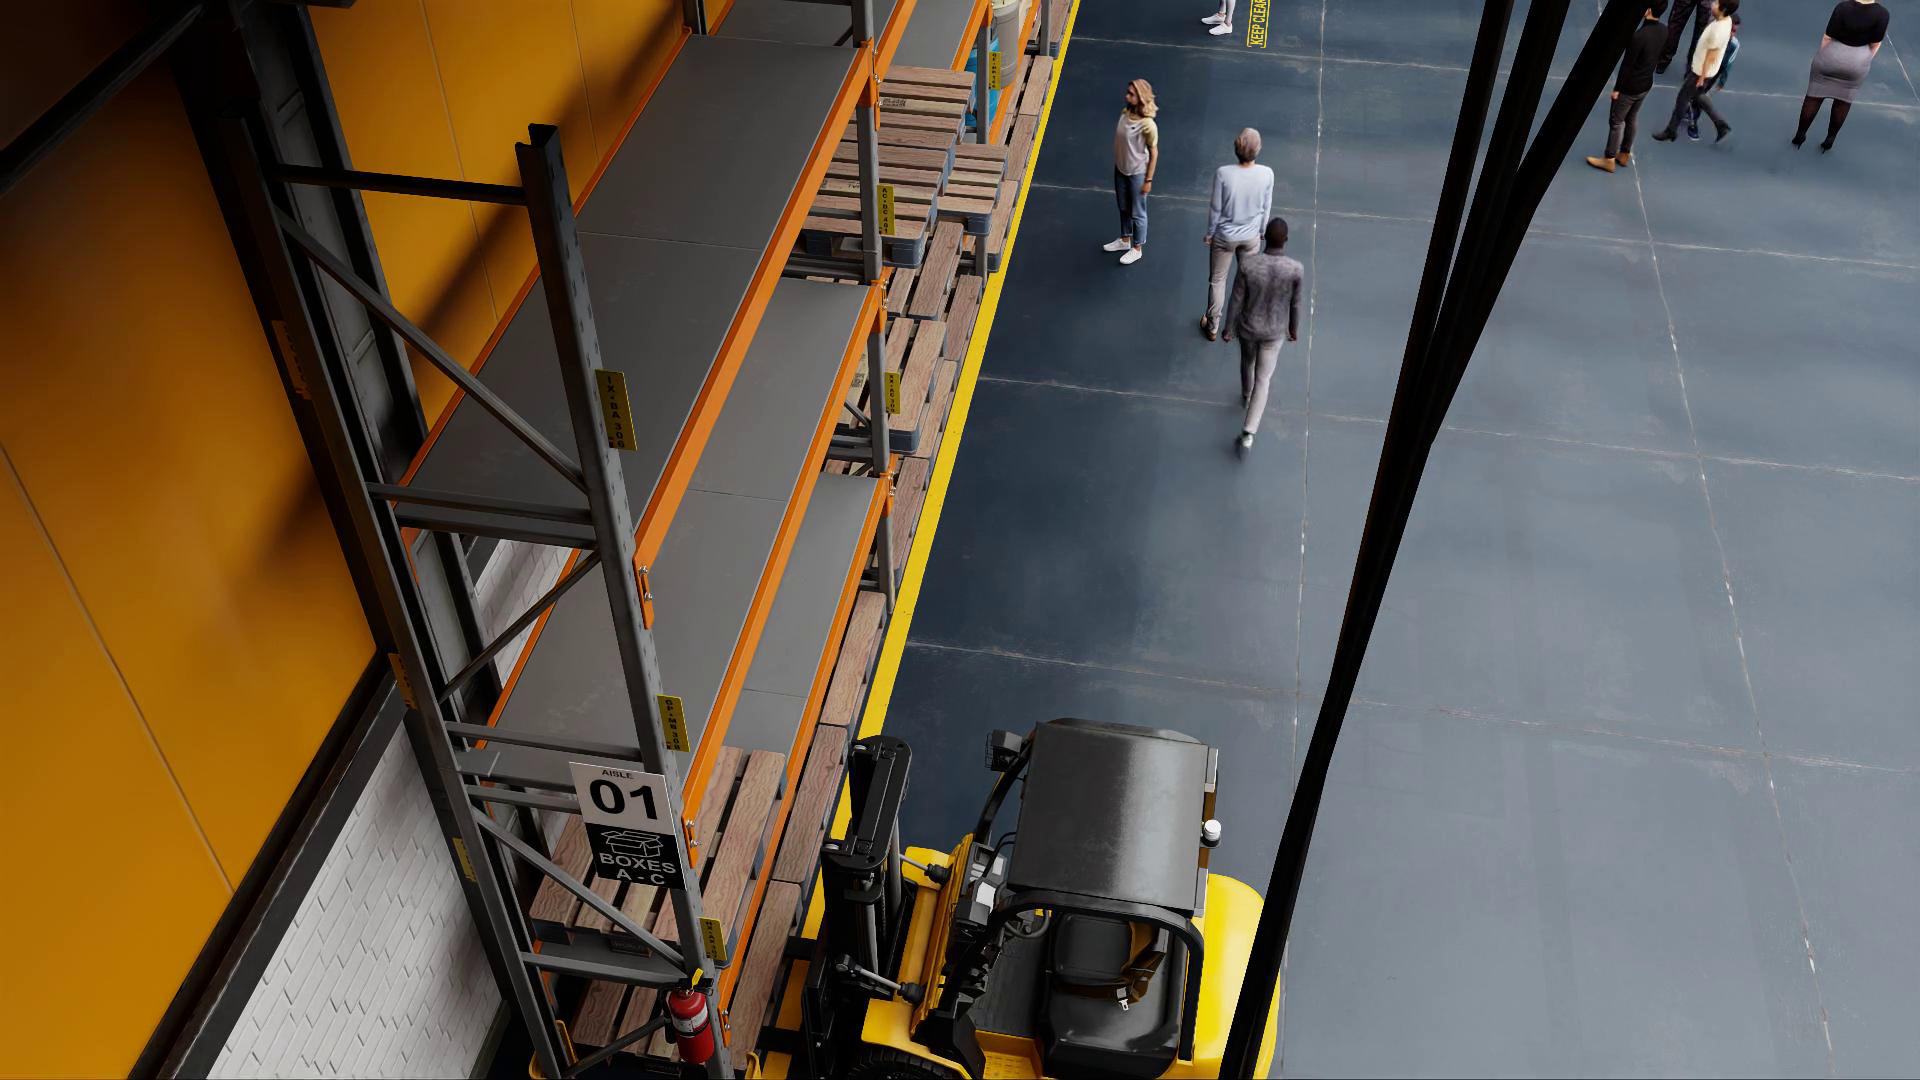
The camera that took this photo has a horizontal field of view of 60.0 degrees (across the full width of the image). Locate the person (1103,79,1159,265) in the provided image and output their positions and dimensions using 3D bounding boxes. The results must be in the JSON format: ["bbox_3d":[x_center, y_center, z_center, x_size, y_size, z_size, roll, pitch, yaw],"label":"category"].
[{"bbox_3d":[1.494,-3.169,14.289,0.763,1.722,0.693,-24,48,-23],"label":"person"}]

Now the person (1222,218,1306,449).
[{"bbox_3d":[2.263,-1.519,12.492,0.776,1.811,1.171,9,44,9],"label":"person"}]

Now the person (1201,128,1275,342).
[{"bbox_3d":[2.232,-2.454,13.415,0.712,1.892,0.628,0,44,0],"label":"person"}]

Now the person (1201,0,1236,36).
[{"bbox_3d":[2.826,-6.161,17.445,0.688,1.703,0.573,-5,44,-5],"label":"person"}]

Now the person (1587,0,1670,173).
[{"bbox_3d":[6.256,-4.251,15.426,0.697,1.720,0.756,-26,49,-25],"label":"person"}]

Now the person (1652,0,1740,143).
[{"bbox_3d":[7.092,-4.424,15.719,0.847,1.568,0.923,21,48,21],"label":"person"}]

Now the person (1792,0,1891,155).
[{"bbox_3d":[8.300,-4.478,15.636,0.721,1.760,0.691,17,46,17],"label":"person"}]

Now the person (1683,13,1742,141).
[{"bbox_3d":[7.244,-4.553,16.109,0.549,1.216,0.876,11,45,11],"label":"person"}]

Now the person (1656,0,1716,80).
[{"bbox_3d":[7.456,-5.576,16.677,0.776,1.913,0.763,28,50,27],"label":"person"}]
